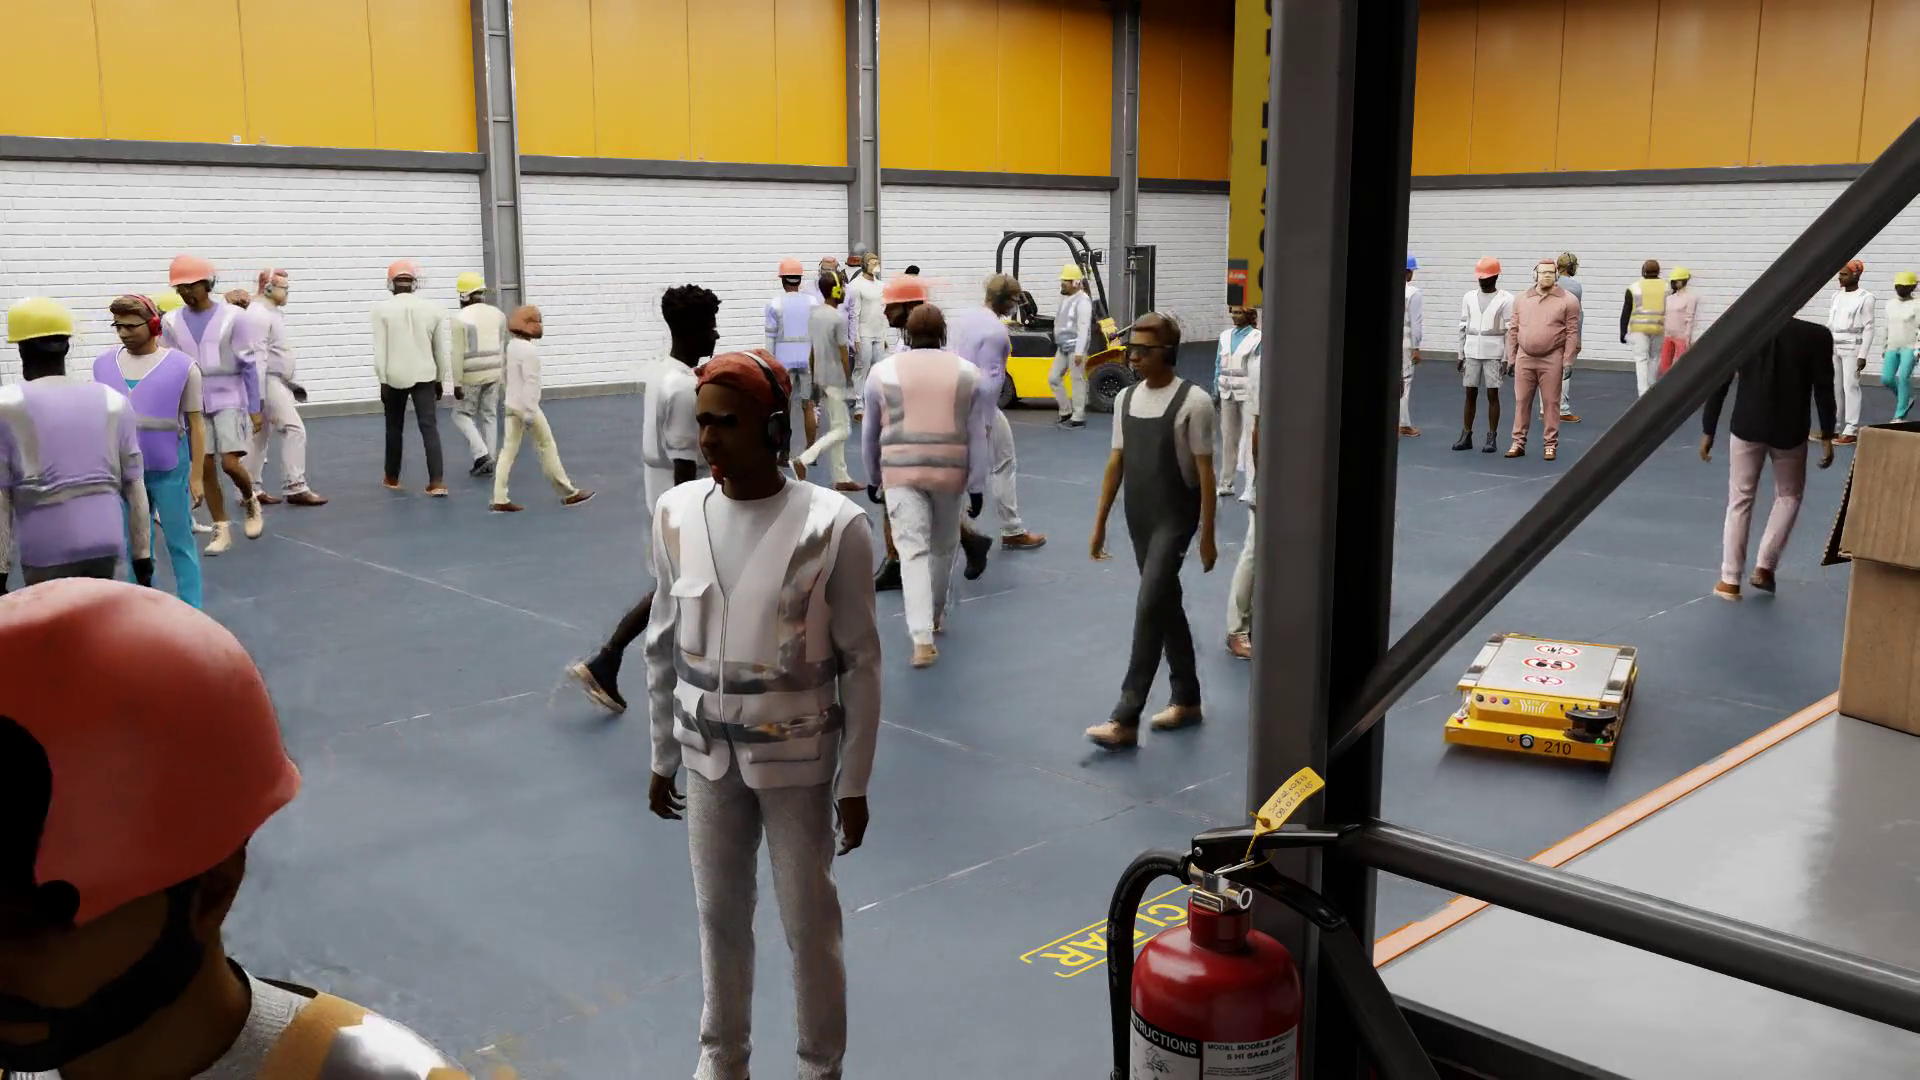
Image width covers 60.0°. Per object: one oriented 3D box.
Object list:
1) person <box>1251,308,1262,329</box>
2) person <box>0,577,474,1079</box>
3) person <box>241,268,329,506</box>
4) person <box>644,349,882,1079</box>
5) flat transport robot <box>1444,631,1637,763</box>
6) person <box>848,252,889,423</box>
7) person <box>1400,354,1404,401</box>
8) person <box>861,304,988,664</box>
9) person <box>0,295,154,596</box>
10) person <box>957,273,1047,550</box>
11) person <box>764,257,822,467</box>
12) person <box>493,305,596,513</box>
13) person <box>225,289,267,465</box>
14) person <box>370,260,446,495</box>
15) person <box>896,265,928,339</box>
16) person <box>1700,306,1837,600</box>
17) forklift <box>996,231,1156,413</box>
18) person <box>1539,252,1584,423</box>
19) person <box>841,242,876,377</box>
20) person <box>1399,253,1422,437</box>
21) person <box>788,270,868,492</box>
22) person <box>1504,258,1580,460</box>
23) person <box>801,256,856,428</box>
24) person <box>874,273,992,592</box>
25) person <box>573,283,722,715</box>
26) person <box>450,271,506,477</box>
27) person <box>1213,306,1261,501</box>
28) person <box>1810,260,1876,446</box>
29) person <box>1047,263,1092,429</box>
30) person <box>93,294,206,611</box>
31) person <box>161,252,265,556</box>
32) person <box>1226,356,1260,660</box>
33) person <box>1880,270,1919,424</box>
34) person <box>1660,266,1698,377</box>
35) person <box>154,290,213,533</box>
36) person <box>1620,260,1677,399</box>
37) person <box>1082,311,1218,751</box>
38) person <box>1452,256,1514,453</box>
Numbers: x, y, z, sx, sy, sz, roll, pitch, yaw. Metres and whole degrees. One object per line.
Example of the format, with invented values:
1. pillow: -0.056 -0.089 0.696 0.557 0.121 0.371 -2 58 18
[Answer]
1. person: 4.958 -4.037 28.198 0.628 2.022 0.579 -2 11 -12
2. person: -0.563 0.935 1.401 0.544 1.914 0.733 3 11 17
3. person: -5.343 -1.190 13.070 0.768 1.869 0.675 -4 11 -22
4. person: -0.461 0.509 3.796 0.584 1.882 0.337 5 11 24
5. flat transport robot: 2.607 0.661 7.370 0.652 0.197 1.431 5 11 25
6. person: -1.036 -2.304 18.986 0.372 1.940 0.631 7 12 33
7. person: 2.258 -0.601 9.674 0.695 1.947 0.670 -10 15 -44
8. person: -0.184 -0.303 8.523 0.623 1.790 0.938 -2 11 -8
9. person: -3.372 0.021 6.387 0.693 1.908 0.605 6 12 32
10. person: 0.175 -0.859 11.267 0.881 1.872 0.782 -4 11 -23
11. person: -1.540 -1.637 15.396 0.540 1.930 0.386 -3 11 -15
12. person: -3.276 -1.011 12.896 0.844 1.589 0.506 -8 13 -39
13. person: -6.638 -1.512 15.483 0.309 1.640 0.513 -5 11 -25
14. person: -4.537 -1.338 13.768 0.613 1.933 0.974 -6 12 -32
15. person: -0.718 -3.219 24.656 0.534 1.691 0.318 3 11 18
16. person: 4.732 -0.618 9.739 0.721 1.961 0.530 6 12 29
17. forklift: 1.222 -2.721 20.561 2.313 2.155 1.214 2 11 13
18. person: 6.872 -2.305 18.994 0.372 1.940 0.631 -4 11 -20
19. person: -1.286 -2.831 21.583 0.674 2.000 0.535 6 12 32
20. person: 4.660 -2.070 17.683 0.405 1.948 0.605 -7 12 -32
21. person: -1.082 -1.278 13.628 0.699 1.855 0.524 -7 12 -32
22. person: 5.526 -1.717 15.863 0.647 1.913 0.409 7 12 32
23. person: -1.460 -2.203 18.542 0.636 1.903 0.404 -3 11 -18
24. person: -0.222 -0.634 9.966 0.783 1.914 0.555 -5 11 -25
25. person: -1.257 -0.160 7.319 0.869 1.935 0.610 -5 11 -23
26. person: -4.218 -1.436 14.572 0.404 1.821 0.614 7 13 35
27. person: 2.266 -1.138 13.442 0.307 1.641 0.514 -9 14 -41
28. person: 9.024 -1.904 16.955 0.341 1.882 0.587 -2 11 -11
29. person: 1.188 -2.112 18.255 0.498 1.819 0.619 -4 11 -23
30. person: -4.140 -0.338 8.543 0.563 1.838 0.389 1 10 4
31. person: -4.996 -0.906 11.143 0.631 2.019 0.547 0 10 0
32. person: 1.576 -0.318 8.437 0.416 1.854 0.571 4 11 19
33. person: 10.606 -2.148 18.662 0.531 1.755 0.536 -5 11 -25
34. person: 8.871 -2.497 20.538 0.631 1.745 0.551 -3 11 -18
35. person: -5.535 -0.885 11.762 0.404 1.757 0.527 -7 12 -33
36. person: 8.847 -2.693 21.451 0.658 1.807 0.846 2 11 12
37. person: 0.742 -0.039 6.981 0.874 1.807 0.525 -8 13 -38
38. person: 5.161 -1.822 16.393 0.542 1.927 0.374 8 13 37
